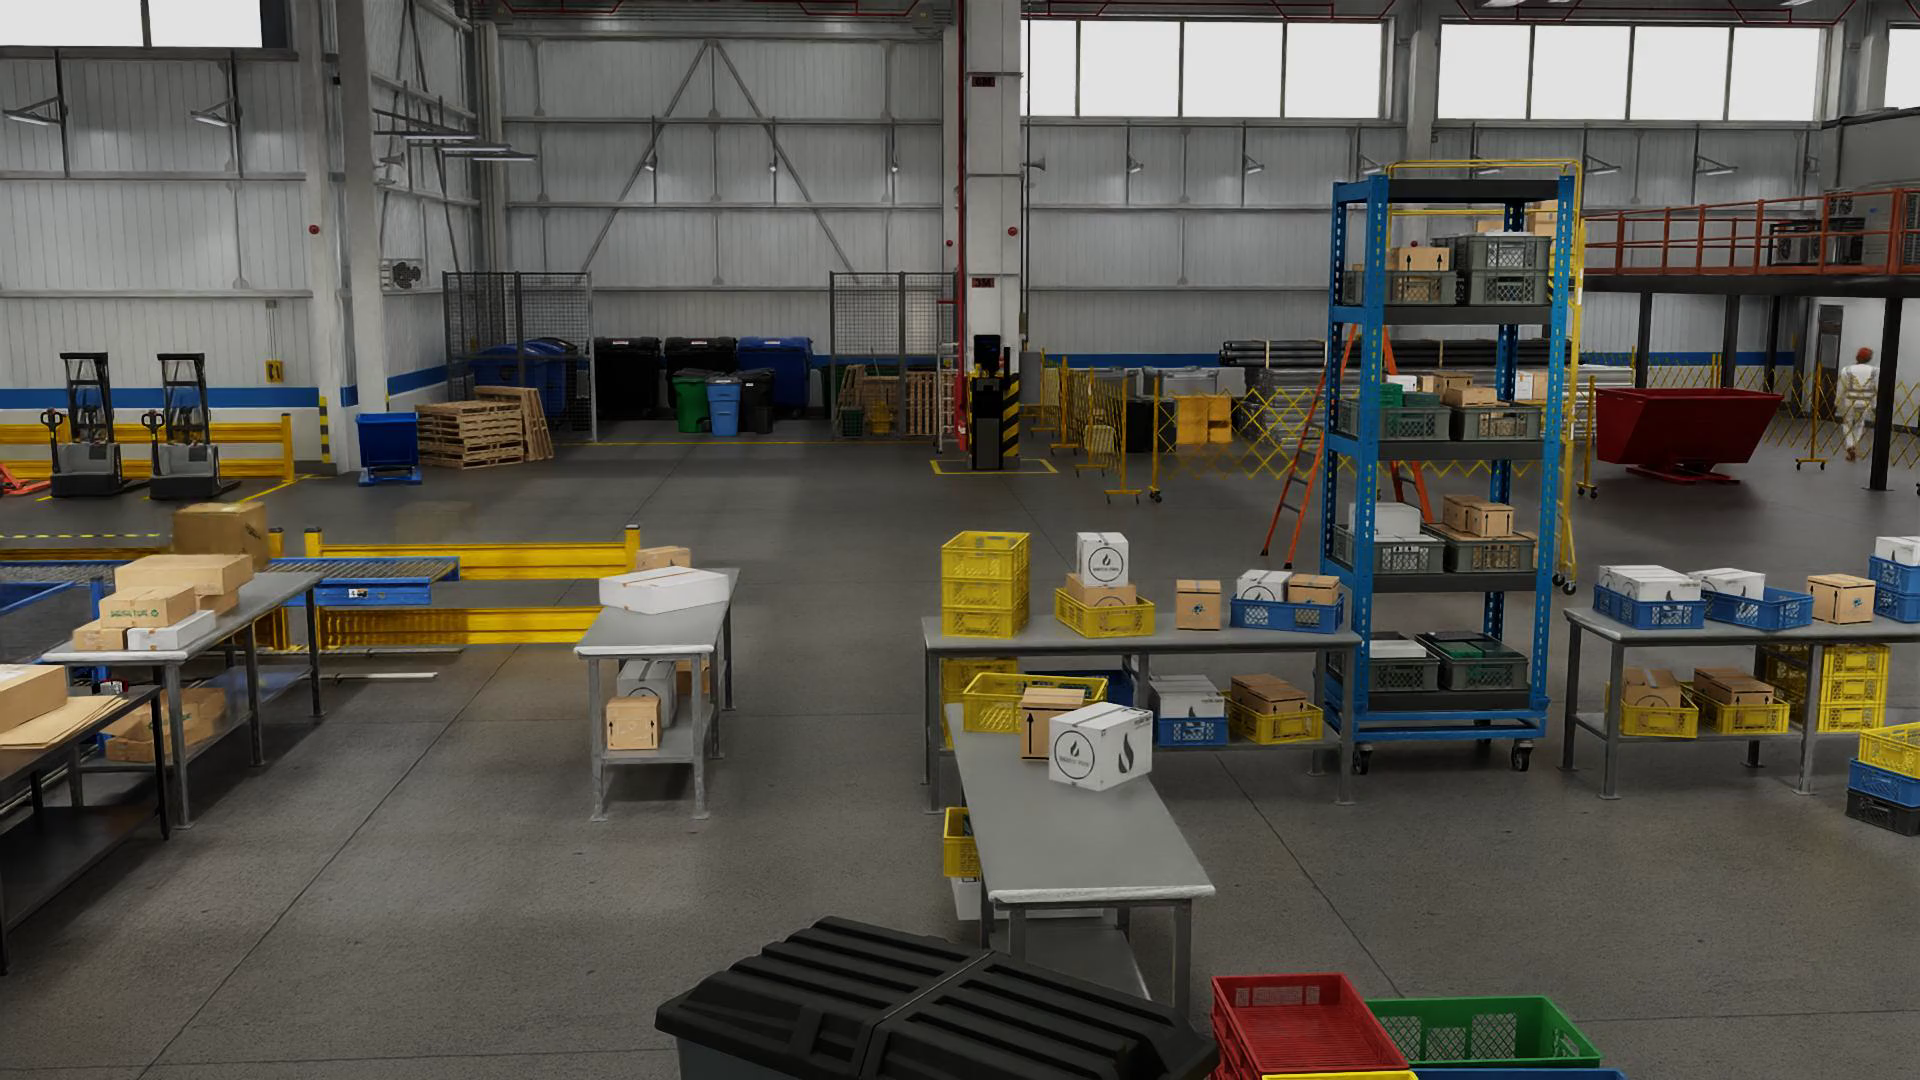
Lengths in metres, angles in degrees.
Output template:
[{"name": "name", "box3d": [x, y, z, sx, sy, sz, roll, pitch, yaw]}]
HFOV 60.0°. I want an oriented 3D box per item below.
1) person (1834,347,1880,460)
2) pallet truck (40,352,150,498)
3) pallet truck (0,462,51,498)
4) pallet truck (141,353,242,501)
[{"name": "person", "box3d": [14.658, -2.215, 27.194, 0.630, 1.865, 0.584, 4, 10, 24]}, {"name": "pallet truck", "box3d": [-11.907, -1.642, 23.165, 0.823, 1.965, 1.885, 0, 9, 0]}, {"name": "pallet truck", "box3d": [-13.193, -1.293, 23.148, 0.653, 1.274, 1.630, -1, 9, -4]}, {"name": "pallet truck", "box3d": [-10.520, -1.604, 22.925, 0.823, 1.965, 1.885, -1, 9, -6]}]
